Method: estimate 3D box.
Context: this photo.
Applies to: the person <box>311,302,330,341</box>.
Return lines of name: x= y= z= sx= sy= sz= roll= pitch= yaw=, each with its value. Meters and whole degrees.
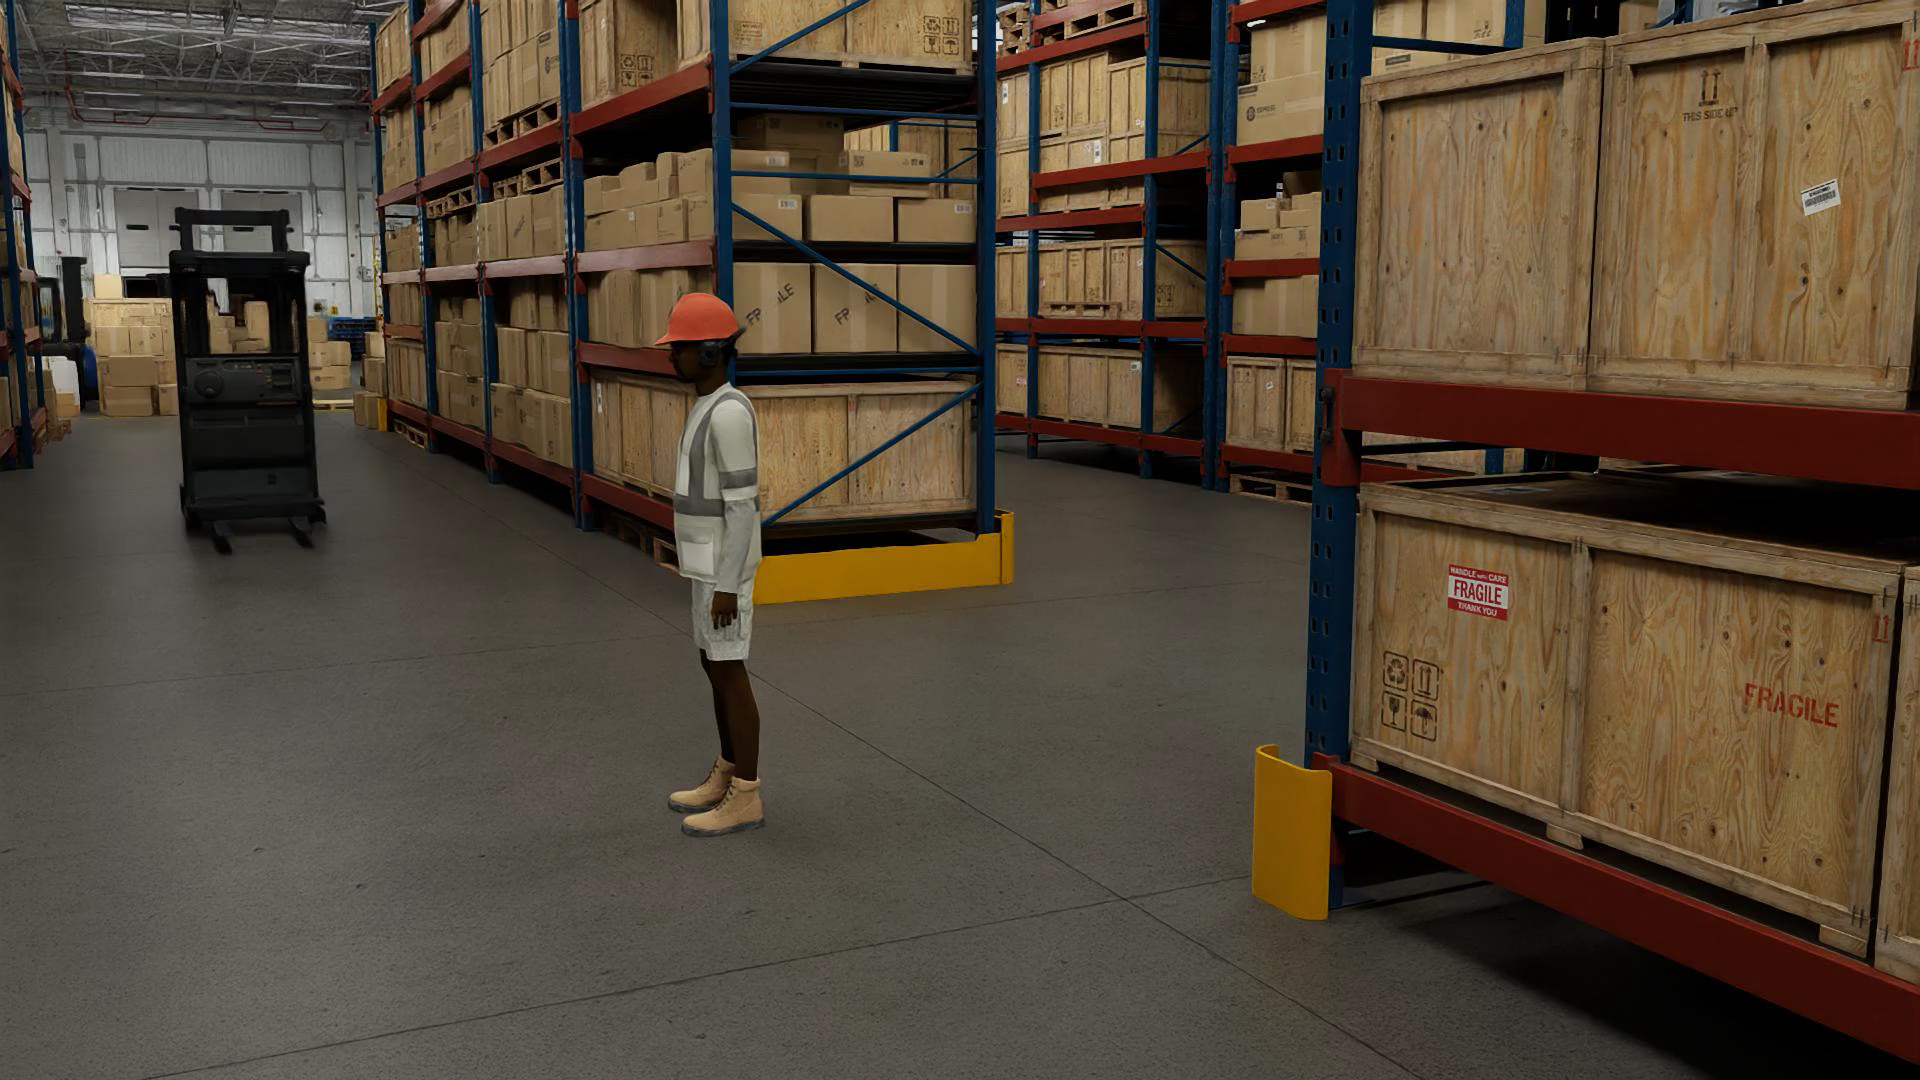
person: x=-17.427 y=-5.496 z=45.268 sx=0.456 sy=1.924 sz=0.625 roll=5 pitch=10 yaw=31

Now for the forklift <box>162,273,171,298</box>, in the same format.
forklift: x=-24.331 y=-6.948 z=52.001 sx=1.873 sy=2.768 sz=1.129 roll=6 pitch=10 yaw=37

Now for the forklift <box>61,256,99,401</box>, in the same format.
forklift: x=-17.026 y=-4.059 z=32.076 sx=1.873 sy=2.768 sz=1.129 roll=-4 pitch=9 yaw=-27

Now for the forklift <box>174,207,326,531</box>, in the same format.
forklift: x=-6.513 y=-1.592 z=15.064 sx=1.129 sy=2.768 sz=1.873 roll=-4 pitch=9 yaw=-26

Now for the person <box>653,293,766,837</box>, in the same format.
person: x=-0.948 y=0.095 z=6.302 sx=0.380 sy=2.041 sz=0.616 roll=-3 pitch=9 yaw=-17

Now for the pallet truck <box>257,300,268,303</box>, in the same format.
pallet truck: x=-23.913 y=-7.404 z=58.171 sx=1.885 sy=1.965 sz=0.823 roll=-1 pitch=8 yaw=-9
